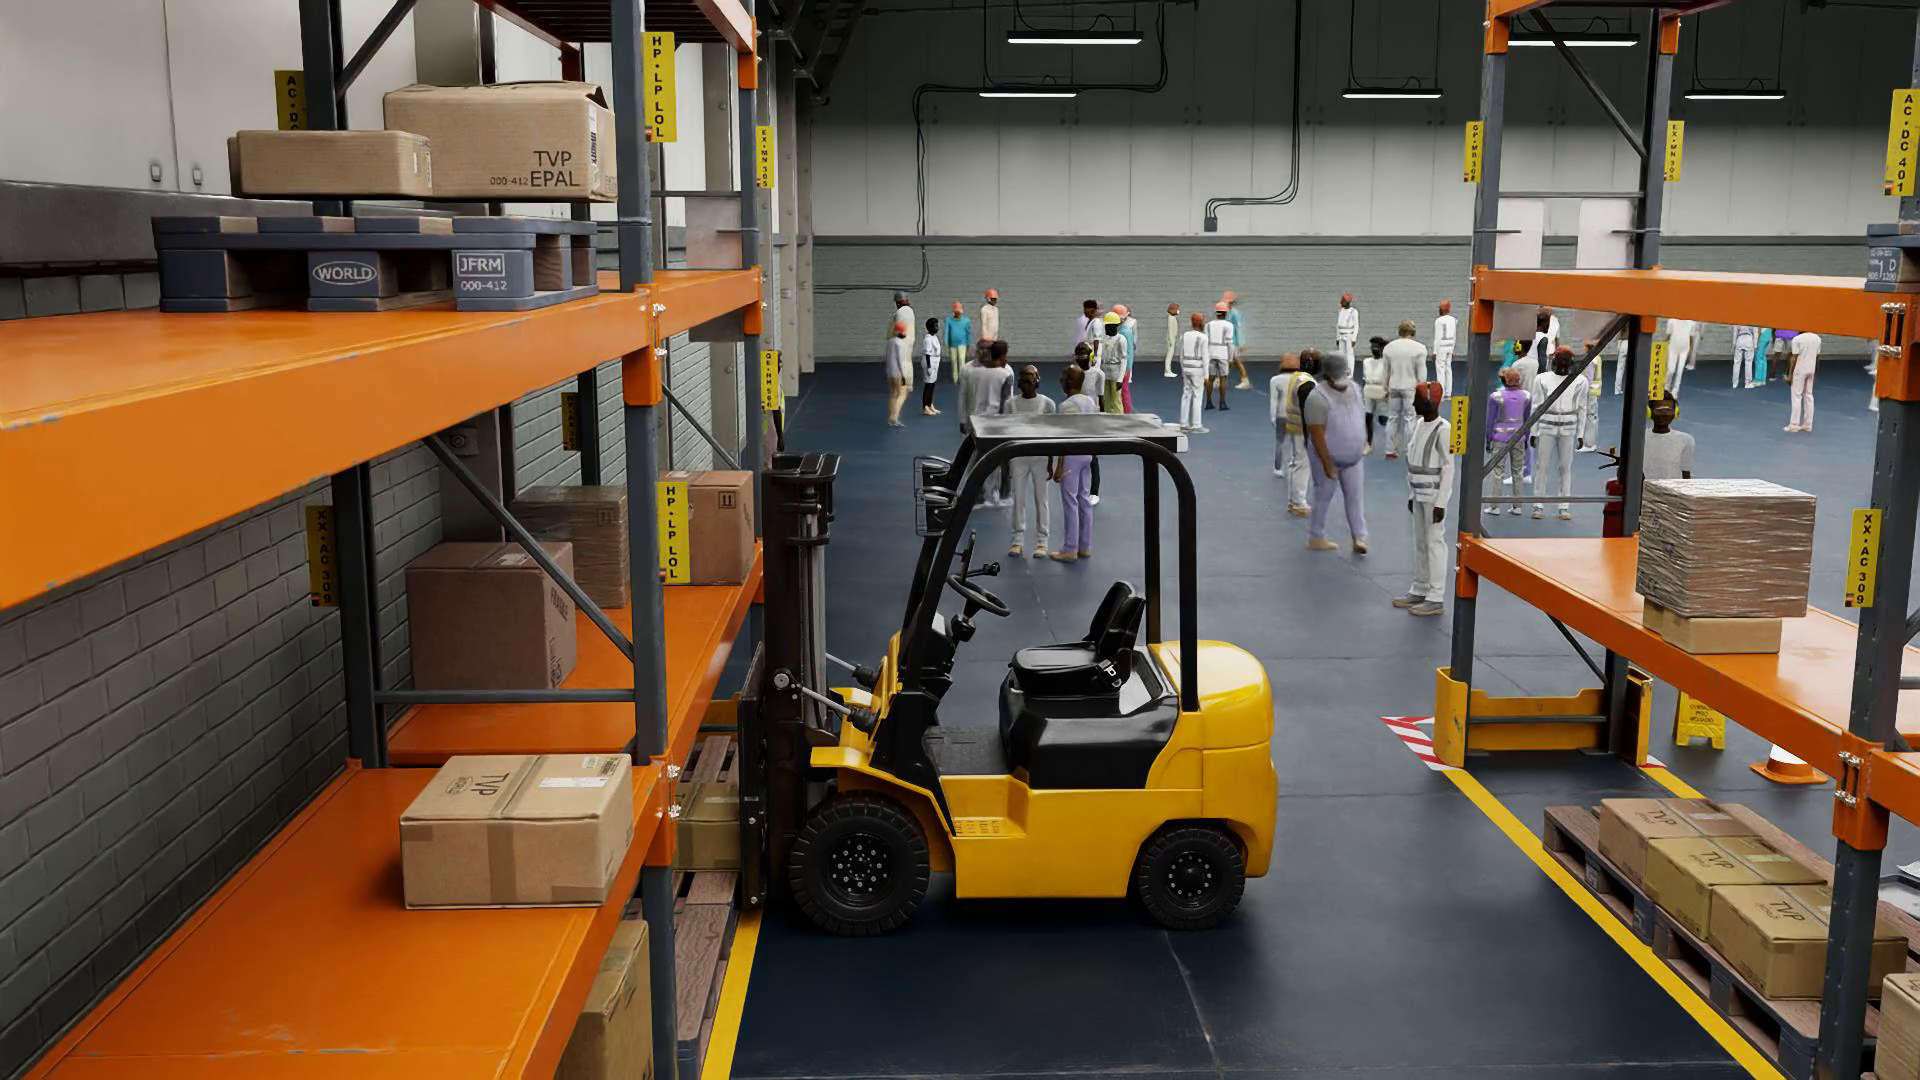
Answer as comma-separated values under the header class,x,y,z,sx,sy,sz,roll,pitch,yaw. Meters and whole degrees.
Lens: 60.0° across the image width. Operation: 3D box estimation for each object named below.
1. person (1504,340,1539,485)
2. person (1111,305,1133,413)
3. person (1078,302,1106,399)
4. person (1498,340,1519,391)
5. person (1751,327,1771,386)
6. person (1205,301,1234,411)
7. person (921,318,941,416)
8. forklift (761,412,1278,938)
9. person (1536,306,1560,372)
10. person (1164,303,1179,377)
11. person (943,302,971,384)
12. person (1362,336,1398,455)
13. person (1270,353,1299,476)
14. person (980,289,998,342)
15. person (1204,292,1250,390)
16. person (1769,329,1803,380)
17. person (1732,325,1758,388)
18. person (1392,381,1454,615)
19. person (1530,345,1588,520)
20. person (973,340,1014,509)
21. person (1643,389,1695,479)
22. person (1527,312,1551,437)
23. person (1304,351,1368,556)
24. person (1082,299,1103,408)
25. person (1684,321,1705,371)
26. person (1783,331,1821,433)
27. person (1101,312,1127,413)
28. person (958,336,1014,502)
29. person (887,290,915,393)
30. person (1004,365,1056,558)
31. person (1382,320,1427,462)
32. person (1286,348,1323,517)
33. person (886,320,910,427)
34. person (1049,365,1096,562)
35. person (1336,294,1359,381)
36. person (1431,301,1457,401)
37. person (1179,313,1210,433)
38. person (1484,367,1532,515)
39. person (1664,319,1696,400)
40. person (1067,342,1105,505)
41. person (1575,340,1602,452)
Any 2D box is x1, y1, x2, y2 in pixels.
class,x,y,z,sx,sy,sz,roll,pitch,yaw
person,6.901,-1.608,20.493,0.518,1.874,0.327,-8,13,-39
person,2.547,-2.737,26.443,0.400,1.989,0.623,-1,10,-8
person,2.574,-3.498,31.031,0.657,1.863,0.908,-10,14,-43
person,11.125,-3.909,33.235,0.670,1.894,0.614,4,11,23
person,16.627,-4.108,34.533,0.359,1.835,0.512,10,14,43
person,4.620,-3.267,29.570,0.549,1.933,0.376,7,12,35
person,-0.499,-2.990,28.699,0.321,1.689,0.530,2,10,11
forklift,0.291,0.548,7.580,2.313,2.155,1.214,0,10,-2
person,10.629,-3.361,30.385,0.623,1.832,0.405,0,10,0
person,4.707,-4.435,36.929,0.280,1.627,0.498,2,10,12
person,-0.071,-4.115,34.881,0.573,1.718,0.771,1,10,7
person,5.903,-2.038,23.415,0.620,1.675,0.542,-9,13,-41
person,4.158,-1.560,20.982,0.501,1.598,0.817,1,10,5
person,0.642,-4.264,34.940,0.388,1.996,0.612,6,12,31
person,5.426,-4.002,33.547,1.100,1.981,0.604,-2,10,-10
person,17.845,-4.391,35.878,0.635,1.912,0.612,10,14,44
person,16.118,-3.992,34.136,0.486,1.741,0.294,9,14,41
person,3.766,-0.339,13.391,0.361,1.882,0.575,-1,10,-8
person,6.443,-1.156,17.940,0.576,1.884,0.355,3,10,14
person,0.417,-1.294,18.699,0.626,1.891,0.713,9,14,42
person,5.305,-0.214,12.713,0.532,1.876,0.319,5,11,27
person,8.870,-2.545,25.608,0.397,1.911,0.588,0,10,-1
person,3.614,-0.859,15.843,0.740,2.000,0.867,-4,11,-20
person,2.375,-3.354,29.988,0.373,1.958,0.599,-2,10,-11
person,17.018,-4.782,38.670,0.912,1.695,0.491,-10,14,-43
person,13.231,-2.594,26.096,0.501,1.839,0.341,-3,11,-17
person,2.301,-2.482,25.201,0.363,1.927,0.587,-6,12,-28
person,0.296,-1.389,19.175,0.643,1.908,0.410,1,10,4
person,-1.177,-3.955,33.094,0.537,2.000,0.683,3,11,16
person,0.655,-0.743,15.785,0.501,1.839,0.342,2,10,12
person,6.057,-2.035,22.715,0.632,1.932,0.363,9,14,41
person,3.779,-1.171,18.165,0.429,1.837,0.628,0,10,1
person,-1.054,-2.704,27.016,0.413,1.728,0.715,-5,11,-24
person,1.060,-0.718,15.606,0.346,1.846,0.507,8,13,38
person,8.214,-4.283,35.364,0.361,1.882,0.575,-5,11,-28
person,9.090,-3.551,31.278,0.584,1.882,0.339,-8,13,-38
person,3.681,-2.612,26.059,0.343,1.882,0.583,-7,13,-36
person,5.994,-1.076,18.202,0.514,1.634,0.313,-1,10,-7
person,13.624,-3.561,31.536,0.575,1.814,0.396,2,10,10
person,1.413,-1.327,18.967,0.507,1.863,0.327,6,12,30
person,8.975,-2.066,23.695,0.310,1.636,0.523,6,12,31
